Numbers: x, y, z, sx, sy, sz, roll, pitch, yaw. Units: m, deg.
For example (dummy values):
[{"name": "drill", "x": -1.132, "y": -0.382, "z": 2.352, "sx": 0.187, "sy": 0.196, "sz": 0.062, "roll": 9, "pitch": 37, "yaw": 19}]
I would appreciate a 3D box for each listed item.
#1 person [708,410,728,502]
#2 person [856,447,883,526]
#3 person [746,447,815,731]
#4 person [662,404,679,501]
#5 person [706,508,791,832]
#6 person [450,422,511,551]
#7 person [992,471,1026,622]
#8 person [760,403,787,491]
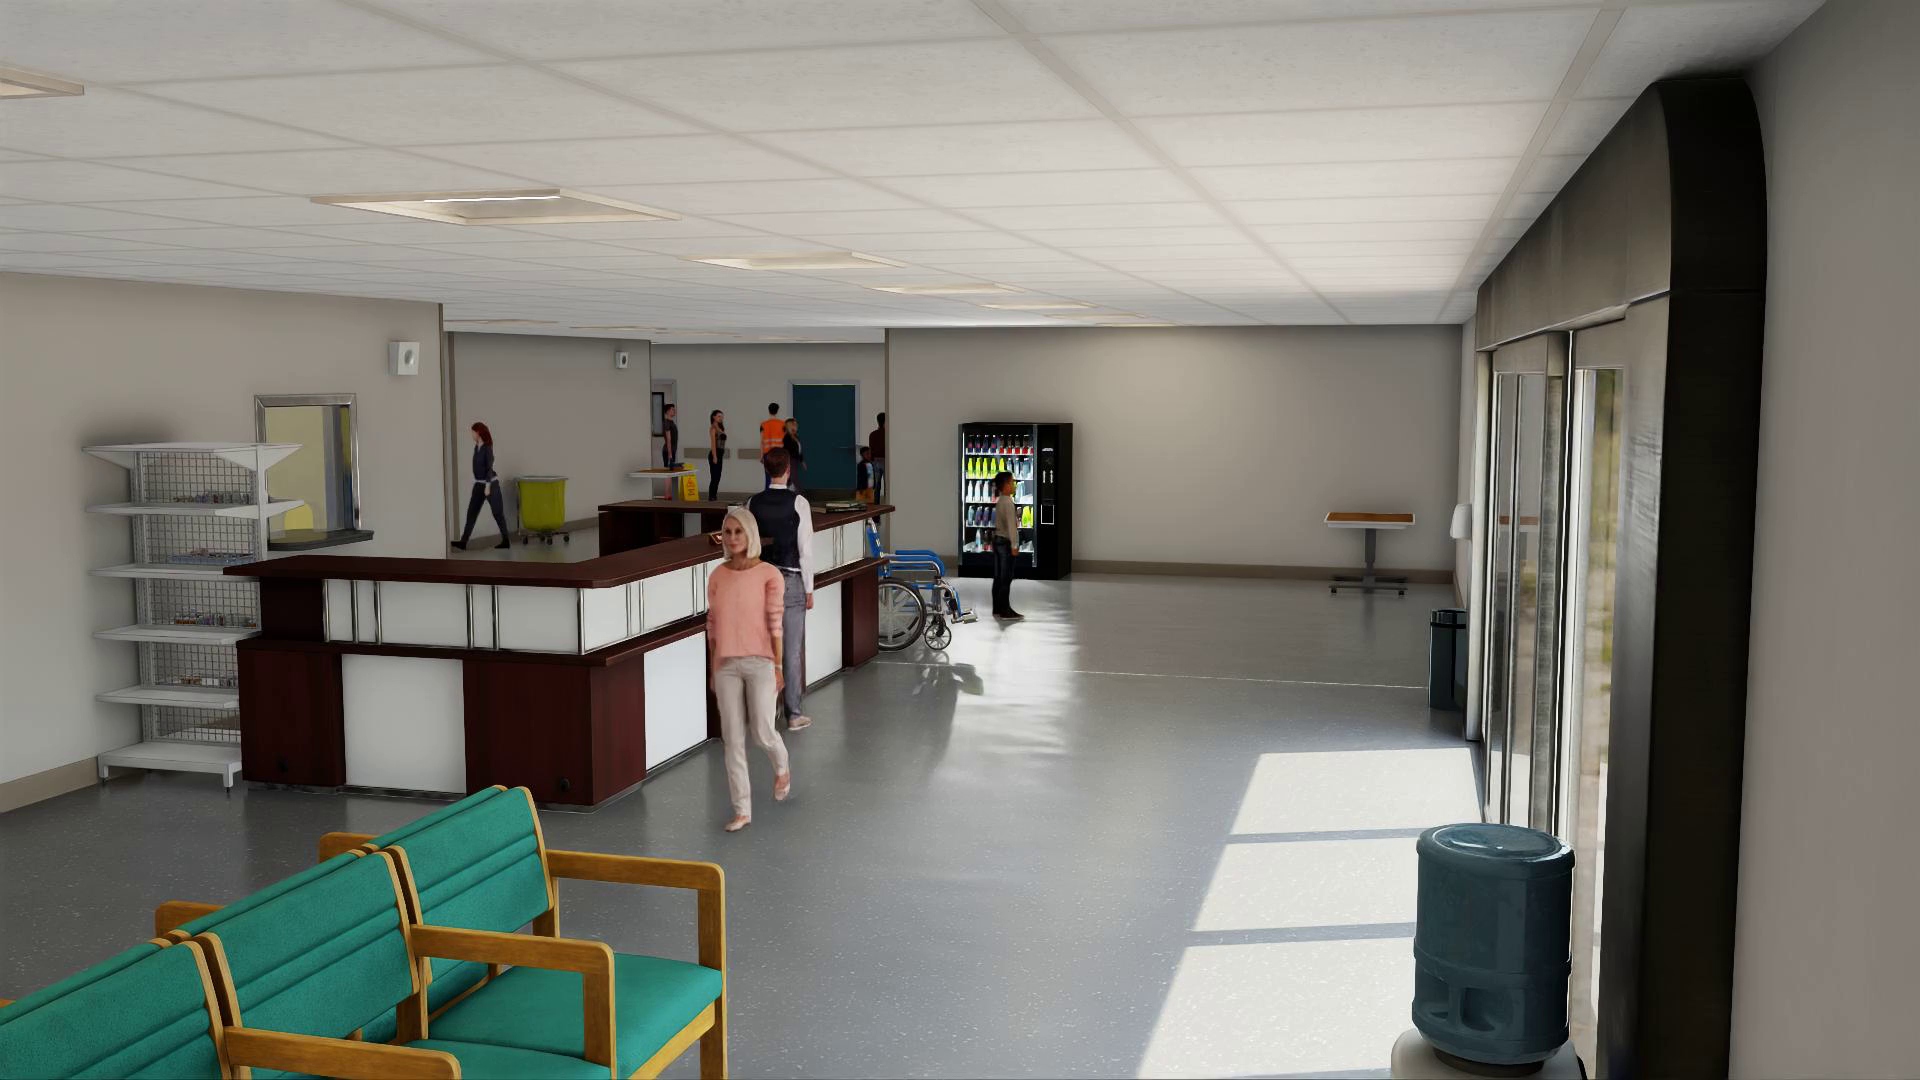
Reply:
[{"name": "person", "x": -4.420, "y": -1.471, "z": 30.106, "sx": 0.596, "sy": 1.768, "sz": 0.645, "roll": 1, "pitch": 6, "yaw": 5}, {"name": "person", "x": -1.560, "y": -0.849, "z": 26.546, "sx": 0.795, "sy": 1.243, "sz": 0.955, "roll": -6, "pitch": 8, "yaw": -45}, {"name": "person", "x": -1.243, "y": 0.321, "z": 11.454, "sx": 0.532, "sy": 1.935, "sz": 0.730, "roll": 2, "pitch": 6, "yaw": 21}, {"name": "person", "x": -5.498, "y": -1.655, "z": 31.514, "sx": 0.653, "sy": 1.851, "sz": 0.720, "roll": 0, "pitch": 6, "yaw": -3}, {"name": "person", "x": -1.123, "y": 0.678, "z": 8.997, "sx": 0.733, "sy": 1.716, "sz": 0.642, "roll": 2, "pitch": 6, "yaw": 15}, {"name": "person", "x": -6.316, "y": -0.678, "z": 22.482, "sx": 1.152, "sy": 1.716, "sz": 1.039, "roll": 5, "pitch": 8, "yaw": 42}, {"name": "person", "x": 0.445, "y": 0.050, "z": 16.505, "sx": 0.646, "sy": 1.463, "sz": 0.631, "roll": -2, "pitch": 6, "yaw": -16}, {"name": "person", "x": -3.393, "y": -1.556, "z": 30.342, "sx": 0.730, "sy": 1.888, "sz": 0.837, "roll": -1, "pitch": 6, "yaw": -13}]
